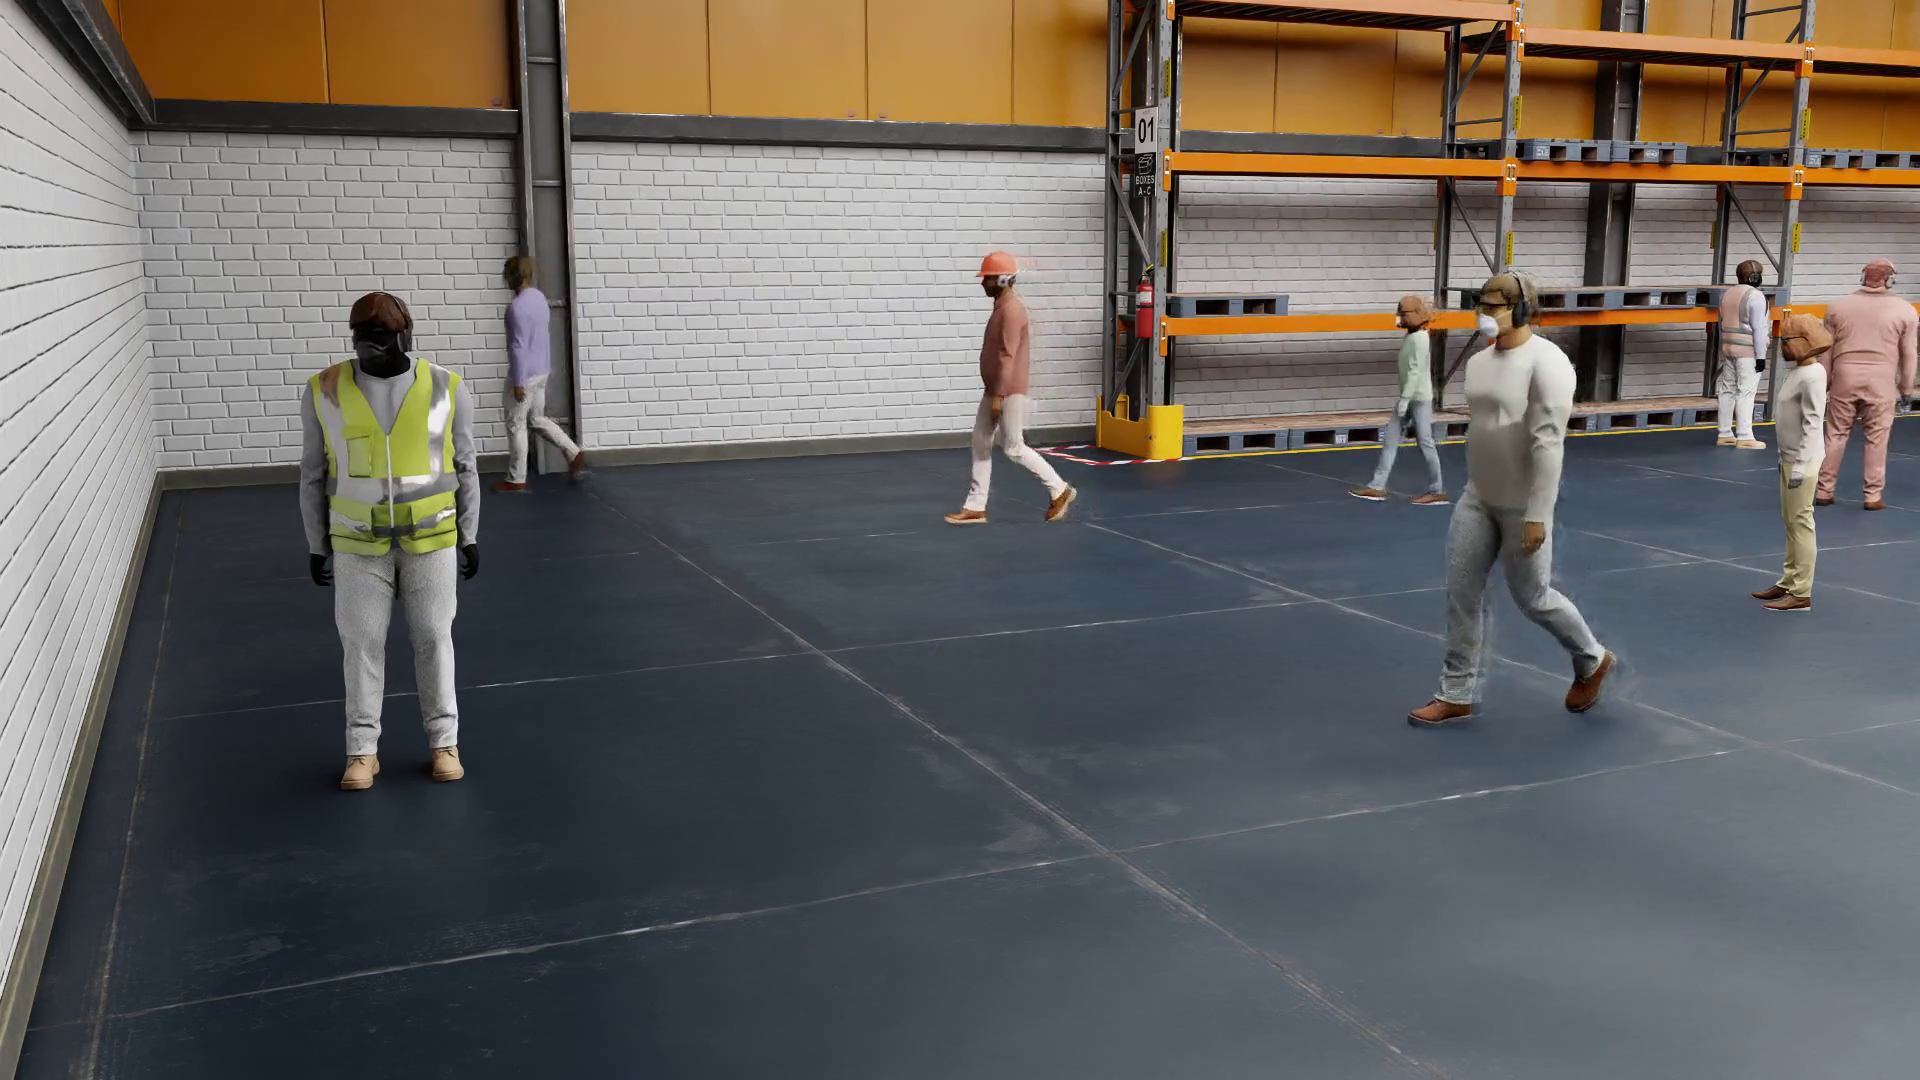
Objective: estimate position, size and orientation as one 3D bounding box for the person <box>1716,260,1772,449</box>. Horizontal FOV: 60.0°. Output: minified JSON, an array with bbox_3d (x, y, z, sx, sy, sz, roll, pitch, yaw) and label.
[{"bbox_3d":[7.713,-1.820,16.349,0.429,1.847,0.627,-2,10,-11],"label":"person"}]

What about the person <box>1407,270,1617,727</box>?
[{"bbox_3d":[2.351,-0.163,6.931,0.874,1.914,0.630,-4,11,-22],"label":"person"}]

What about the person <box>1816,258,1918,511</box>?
[{"bbox_3d":[6.849,-1.171,12.584,0.659,1.900,0.403,8,13,36],"label":"person"}]

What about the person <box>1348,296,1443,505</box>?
[{"bbox_3d":[3.381,-1.062,12.795,0.792,1.599,0.520,0,10,-1],"label":"person"}]

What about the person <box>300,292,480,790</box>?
[{"bbox_3d":[-2.104,0.007,6.180,0.633,1.840,0.429,-3,11,-17],"label":"person"}]

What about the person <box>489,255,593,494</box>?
[{"bbox_3d":[-3.405,-1.313,13.305,0.742,1.923,0.638,1,10,6],"label":"person"}]

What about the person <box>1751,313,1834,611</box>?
[{"bbox_3d":[4.602,-0.425,9.162,0.278,1.633,0.497,3,11,17],"label":"person"}]

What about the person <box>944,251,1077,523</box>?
[{"bbox_3d":[0.371,-1.075,11.882,0.890,1.964,0.615,-2,10,-14],"label":"person"}]
